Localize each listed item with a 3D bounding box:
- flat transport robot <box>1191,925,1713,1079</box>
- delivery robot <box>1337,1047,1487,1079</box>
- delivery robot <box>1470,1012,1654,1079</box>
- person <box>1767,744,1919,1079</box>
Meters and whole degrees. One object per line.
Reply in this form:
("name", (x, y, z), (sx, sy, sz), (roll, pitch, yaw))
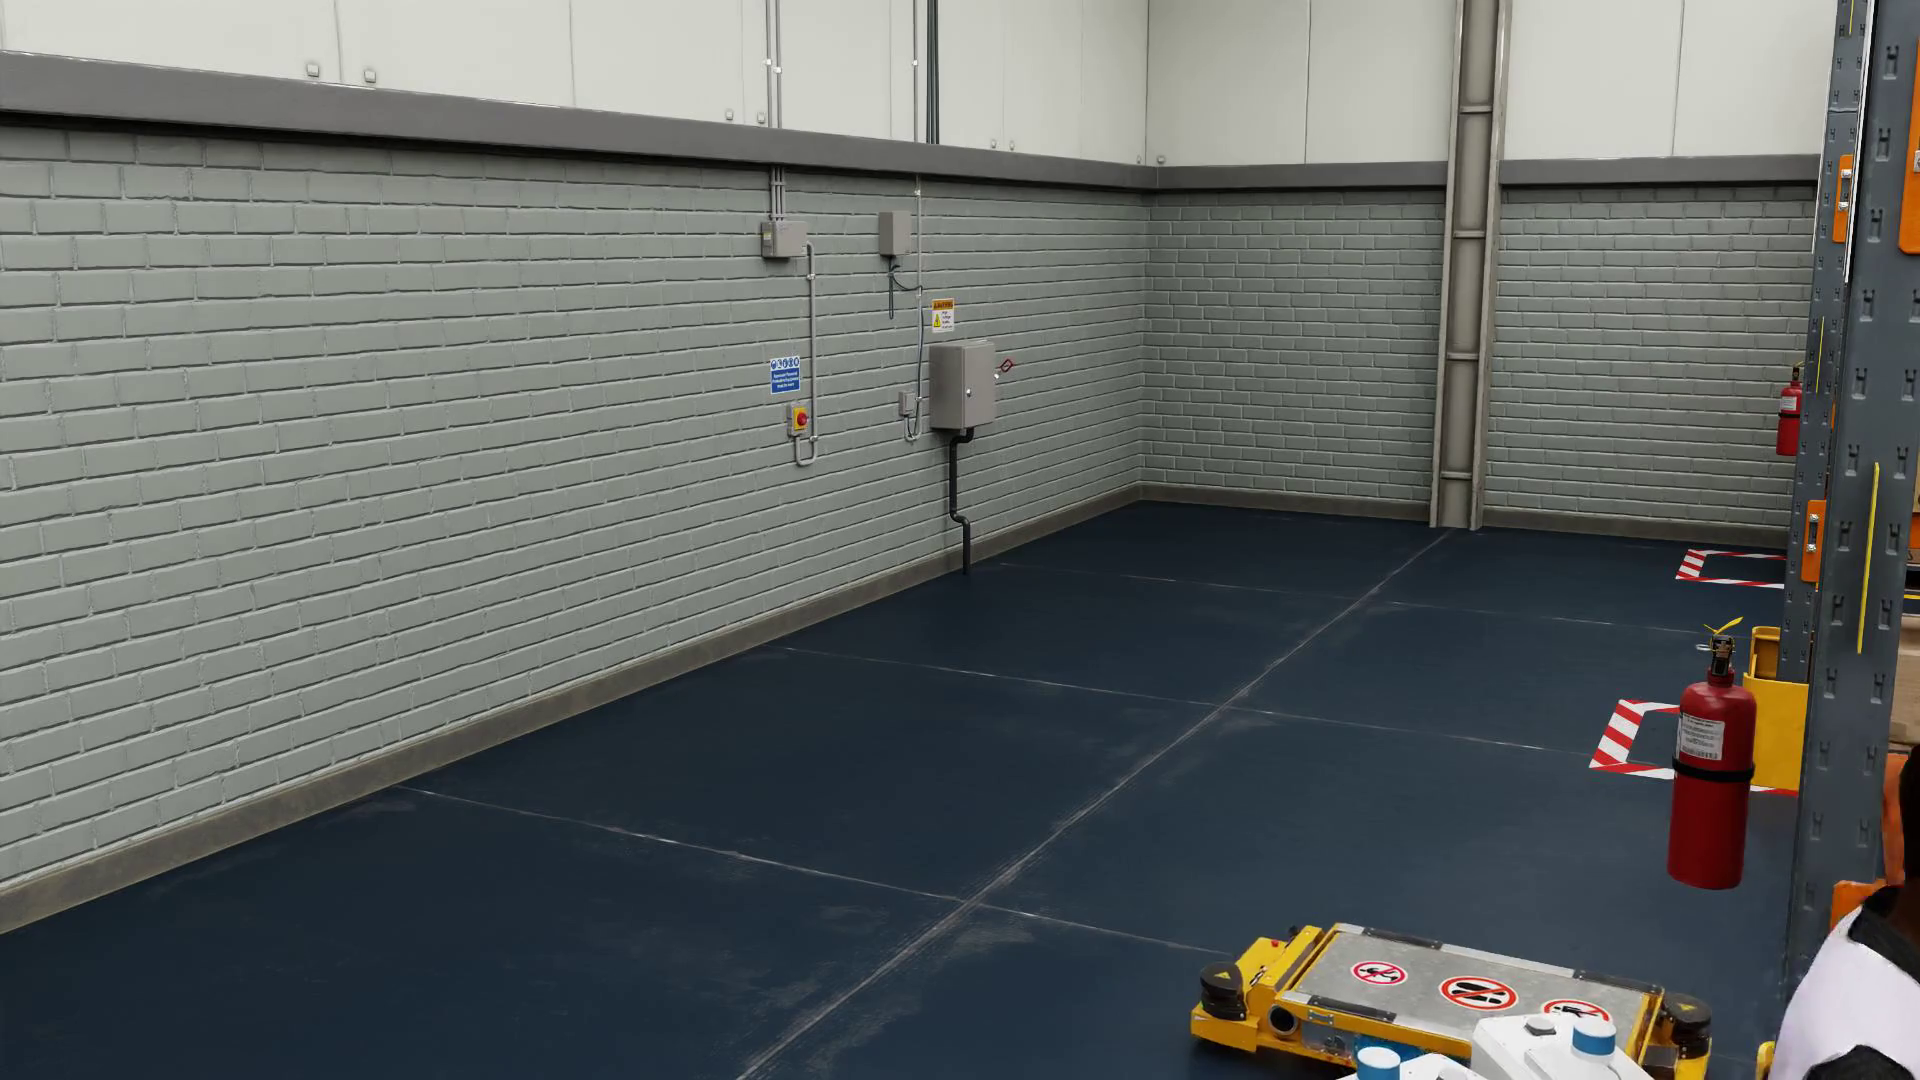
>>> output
("flat transport robot", (1.498, 1.462, 5.098), (1.431, 0.197, 0.652), (6, 12, 29))
("delivery robot", (1.001, 1.471, 4.020), (0.707, 0.478, 0.477), (-6, 12, -30))
("delivery robot", (1.577, 1.443, 4.172), (0.477, 0.478, 0.707), (-2, 10, -9))
("person", (1.196, 1.151, 2.388), (0.704, 1.890, 0.614), (8, 13, 36))
